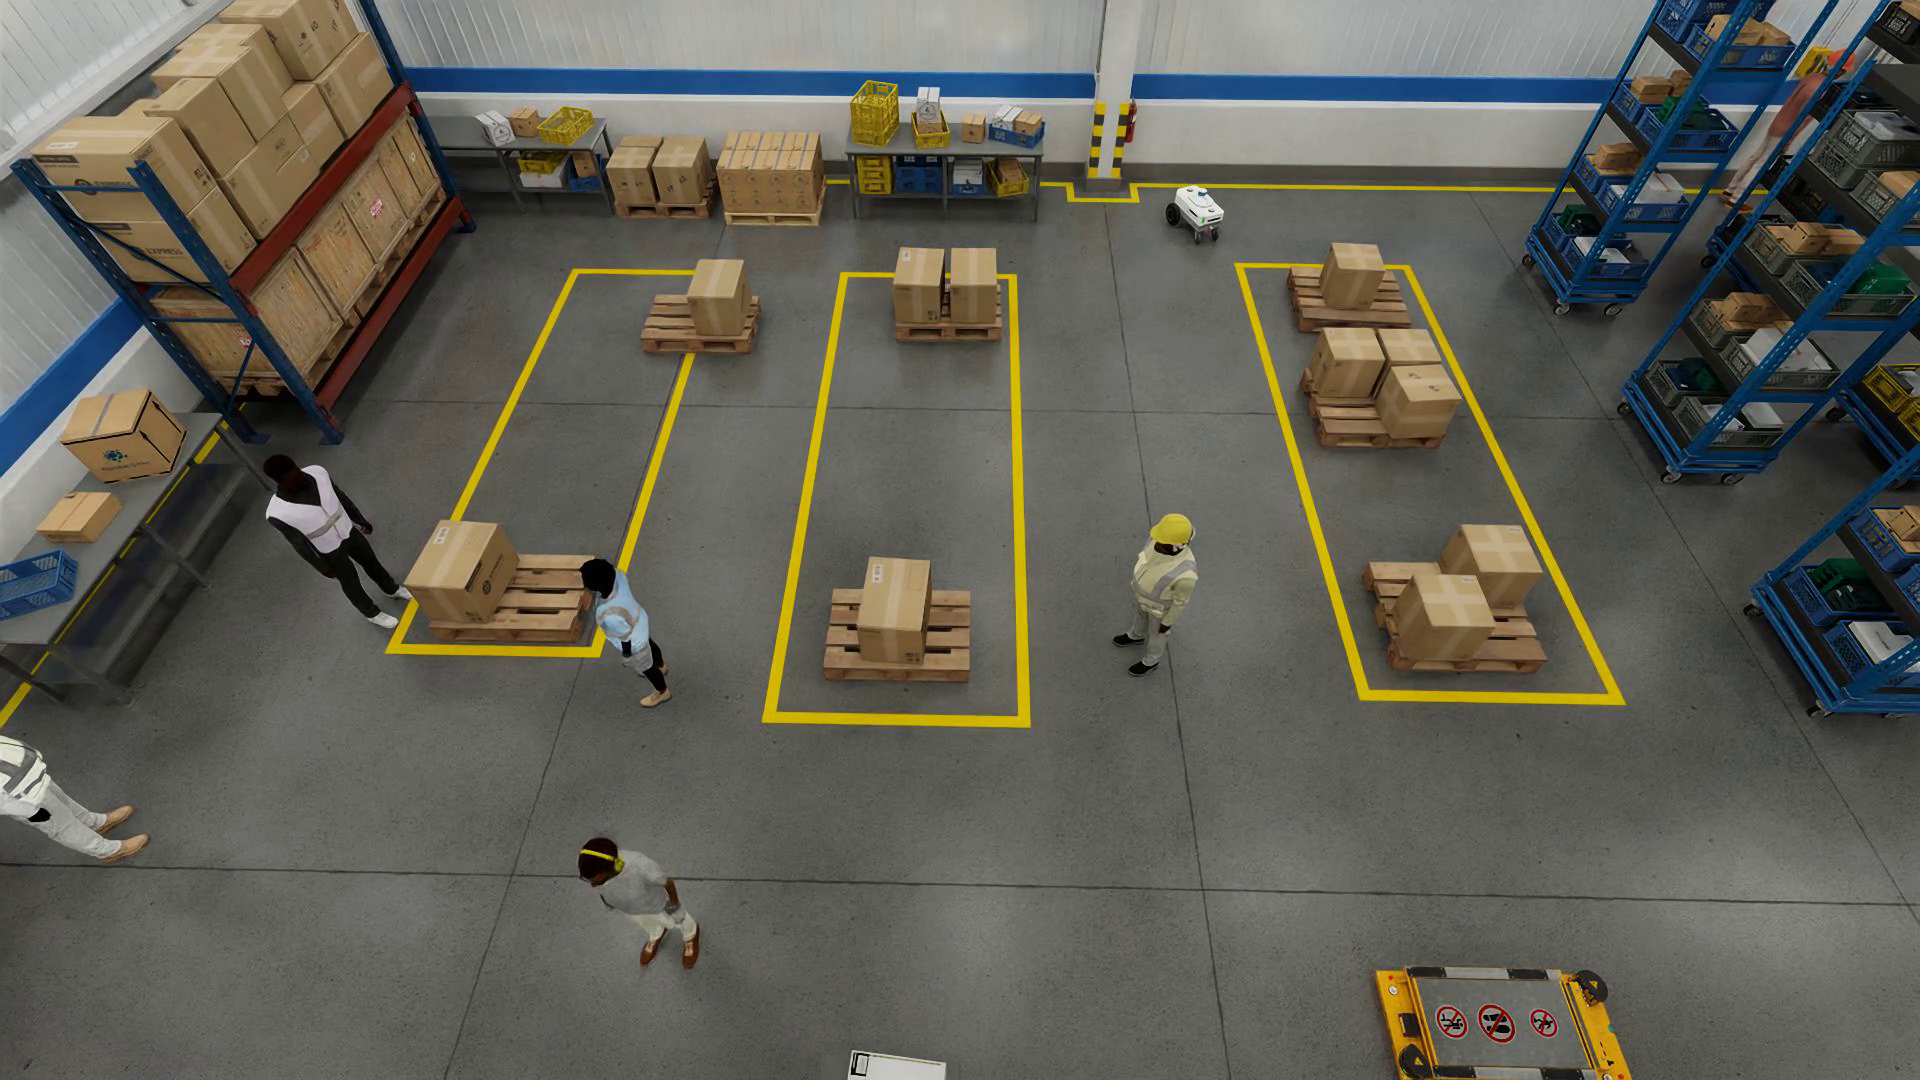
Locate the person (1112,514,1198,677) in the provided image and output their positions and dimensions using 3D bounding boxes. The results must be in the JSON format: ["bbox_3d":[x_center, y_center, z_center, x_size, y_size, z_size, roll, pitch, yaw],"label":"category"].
[{"bbox_3d":[1.521,0.420,7.125,0.403,1.833,0.586,-13,52,-10],"label":"person"}]

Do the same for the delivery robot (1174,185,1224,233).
[{"bbox_3d":[3.047,-4.236,11.681,0.477,0.478,0.707,-17,53,-14],"label":"delivery robot"}]

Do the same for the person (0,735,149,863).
[{"bbox_3d":[-6.287,1.639,6.126,0.627,1.844,0.429,37,60,26],"label":"person"}]

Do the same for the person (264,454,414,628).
[{"bbox_3d":[-5.064,-0.003,7.422,0.383,1.910,0.592,9,51,7],"label":"person"}]

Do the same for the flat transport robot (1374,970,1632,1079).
[{"bbox_3d":[3.501,3.133,5.914,1.431,0.197,0.652,1,51,1],"label":"flat transport robot"}]

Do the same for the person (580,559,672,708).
[{"bbox_3d":[-2.526,0.704,6.980,0.320,1.697,0.531,-11,52,-9],"label":"person"}]

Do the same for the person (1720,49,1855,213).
[{"bbox_3d":[10.429,-5.155,11.569,0.392,1.990,0.614,17,53,14],"label":"person"}]

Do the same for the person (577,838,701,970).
[{"bbox_3d":[-1.959,2.230,5.630,0.534,1.864,0.310,6,51,5],"label":"person"}]
